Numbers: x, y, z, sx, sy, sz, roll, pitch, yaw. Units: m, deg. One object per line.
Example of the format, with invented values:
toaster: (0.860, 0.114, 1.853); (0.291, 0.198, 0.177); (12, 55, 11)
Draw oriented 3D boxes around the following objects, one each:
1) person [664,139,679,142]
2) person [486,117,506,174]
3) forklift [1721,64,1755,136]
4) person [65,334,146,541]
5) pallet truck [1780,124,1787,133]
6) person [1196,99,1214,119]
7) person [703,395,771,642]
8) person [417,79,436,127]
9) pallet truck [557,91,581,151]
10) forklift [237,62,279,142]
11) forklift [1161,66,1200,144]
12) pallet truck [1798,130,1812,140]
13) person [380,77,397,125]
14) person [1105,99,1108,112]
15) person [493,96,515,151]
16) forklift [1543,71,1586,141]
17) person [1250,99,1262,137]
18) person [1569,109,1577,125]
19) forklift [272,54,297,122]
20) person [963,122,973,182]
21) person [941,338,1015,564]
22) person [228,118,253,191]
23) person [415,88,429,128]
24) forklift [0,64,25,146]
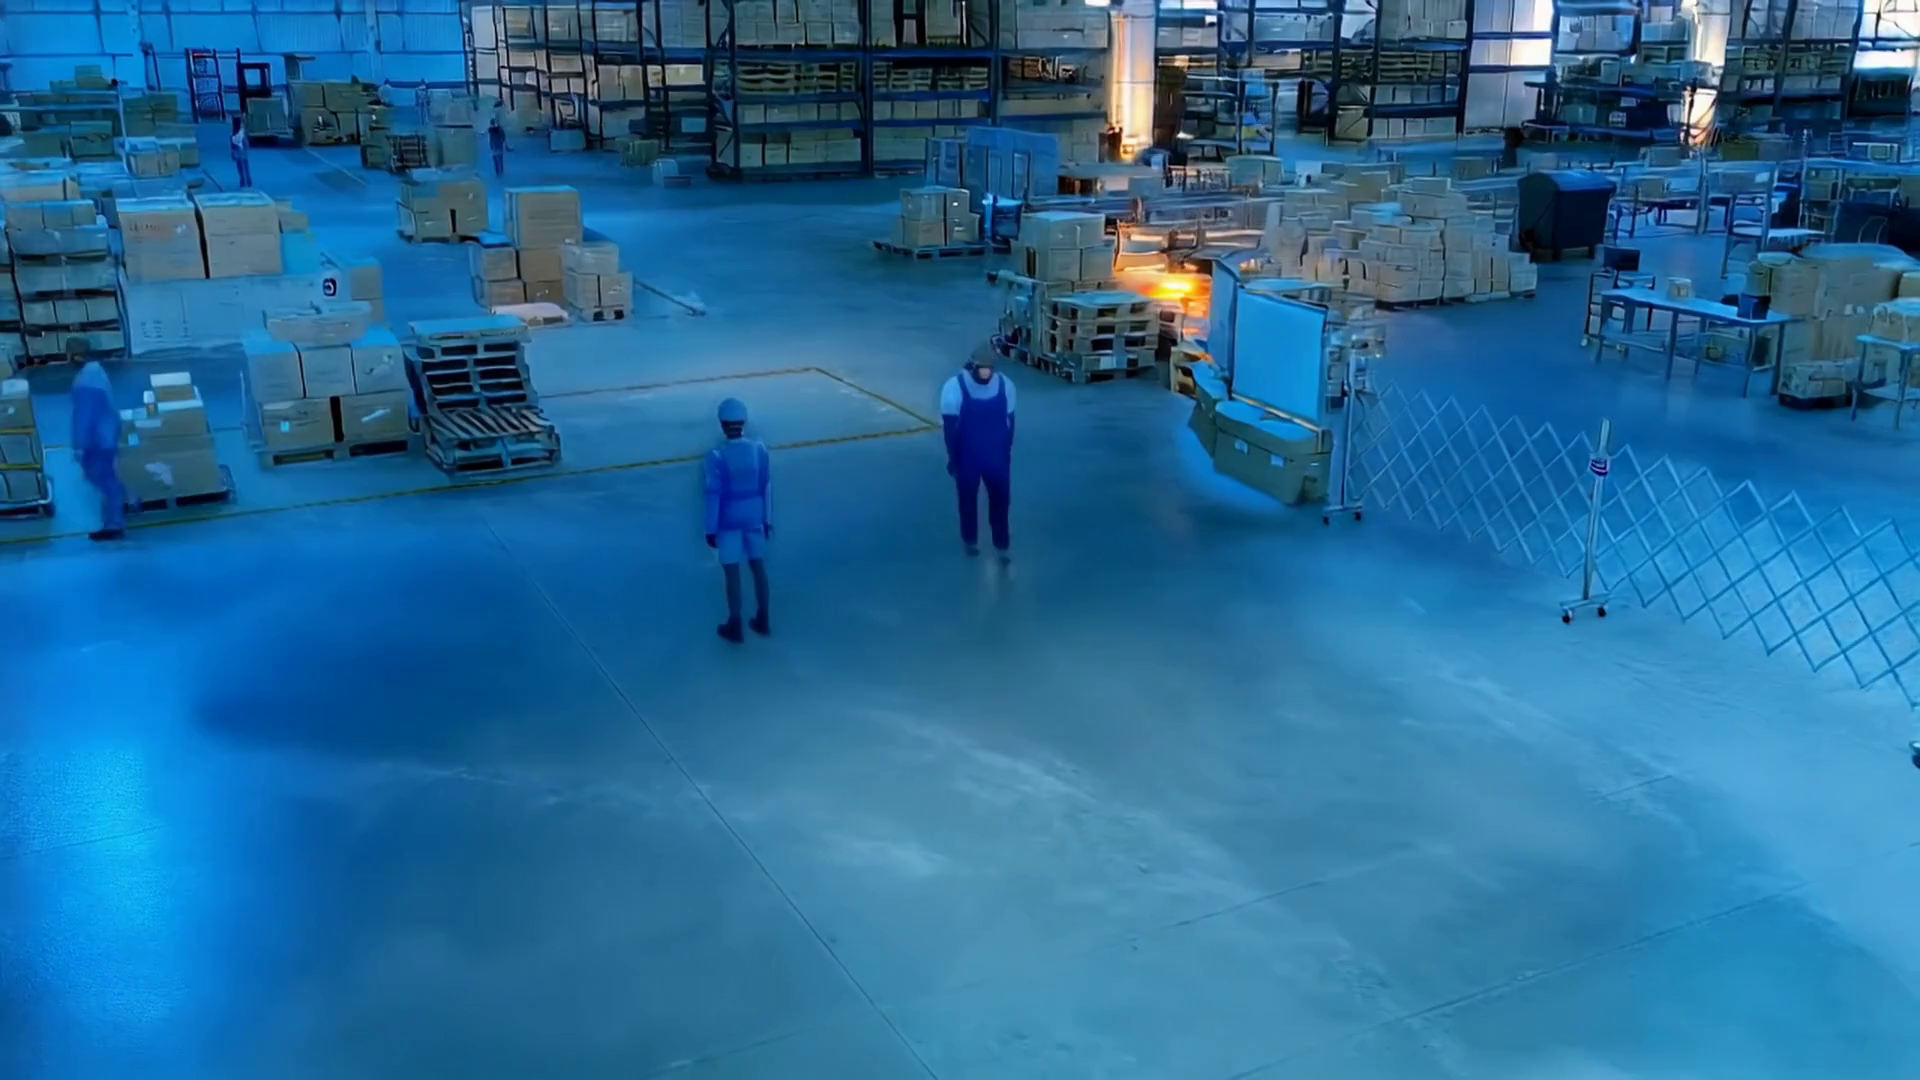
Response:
person: (-10.656, -15.567, 60.869); (0.552, 1.947, 0.629); (-11, 21, -30)
person: (-13.624, -11.561, 48.824); (0.545, 1.668, 0.690); (-2, 18, -6)
forklift: (27.000, -15.285, 58.488); (1.873, 2.768, 1.129); (-9, 20, -26)
person: (-7.948, -0.931, 15.292); (0.439, 1.915, 0.653); (-7, 19, -20)
pallet truck: (25.206, -12.542, 52.601); (1.601, 1.201, 0.680); (0, 18, -2)
person: (8.919, -15.459, 60.633); (0.646, 1.892, 0.436); (-2, 18, -5)
person: (-1.725, -0.165, 12.869); (0.547, 1.938, 0.377); (-11, 21, -30)
person: (-21.867, -17.932, 68.302); (0.662, 1.906, 0.881); (-11, 21, -30)
pallet truck: (-13.495, -14.412, 57.188); (0.823, 1.965, 1.885); (-3, 18, -9)
forklift: (-25.796, -16.044, 60.854); (1.129, 2.768, 1.873); (-9, 20, -27)
forklift: (7.194, -14.588, 56.315); (1.873, 2.768, 1.129); (-9, 20, -26)
pallet truck: (25.526, -11.556, 49.408); (1.630, 1.274, 0.653); (-9, 20, -26)
person: (-23.603, -18.142, 68.860); (0.665, 1.963, 0.796); (6, 19, 18)
person: (6.033, -17.576, 67.302); (0.570, 1.840, 0.373); (-1, 18, -4)
person: (-15.629, -14.235, 56.877); (0.645, 1.852, 1.016); (-12, 21, -33)
forklift: (18.685, -13.231, 52.085); (1.873, 2.768, 1.129); (-9, 20, -26)
person: (10.503, -15.114, 59.805); (0.900, 1.717, 0.540); (-1, 18, -2)
person: (20.045, -13.288, 54.255); (0.540, 1.649, 0.901); (-10, 20, -28)
forklift: (-28.330, -19.148, 70.531); (1.873, 2.768, 1.129); (-9, 20, -26)
person: (0.311, -10.951, 46.915); (0.625, 1.679, 0.540); (-9, 20, -26)
person: (0.191, -0.779, 14.617); (0.693, 2.000, 0.745); (-3, 18, -11)
person: (-19.327, -10.339, 44.637); (0.589, 1.910, 0.396); (7, 19, 21)
person: (-22.099, -17.757, 68.282); (0.568, 1.582, 0.865); (-5, 19, -16)
forklift: (-34.240, -15.419, 58.904); (1.129, 2.768, 1.873); (-4, 18, -12)
